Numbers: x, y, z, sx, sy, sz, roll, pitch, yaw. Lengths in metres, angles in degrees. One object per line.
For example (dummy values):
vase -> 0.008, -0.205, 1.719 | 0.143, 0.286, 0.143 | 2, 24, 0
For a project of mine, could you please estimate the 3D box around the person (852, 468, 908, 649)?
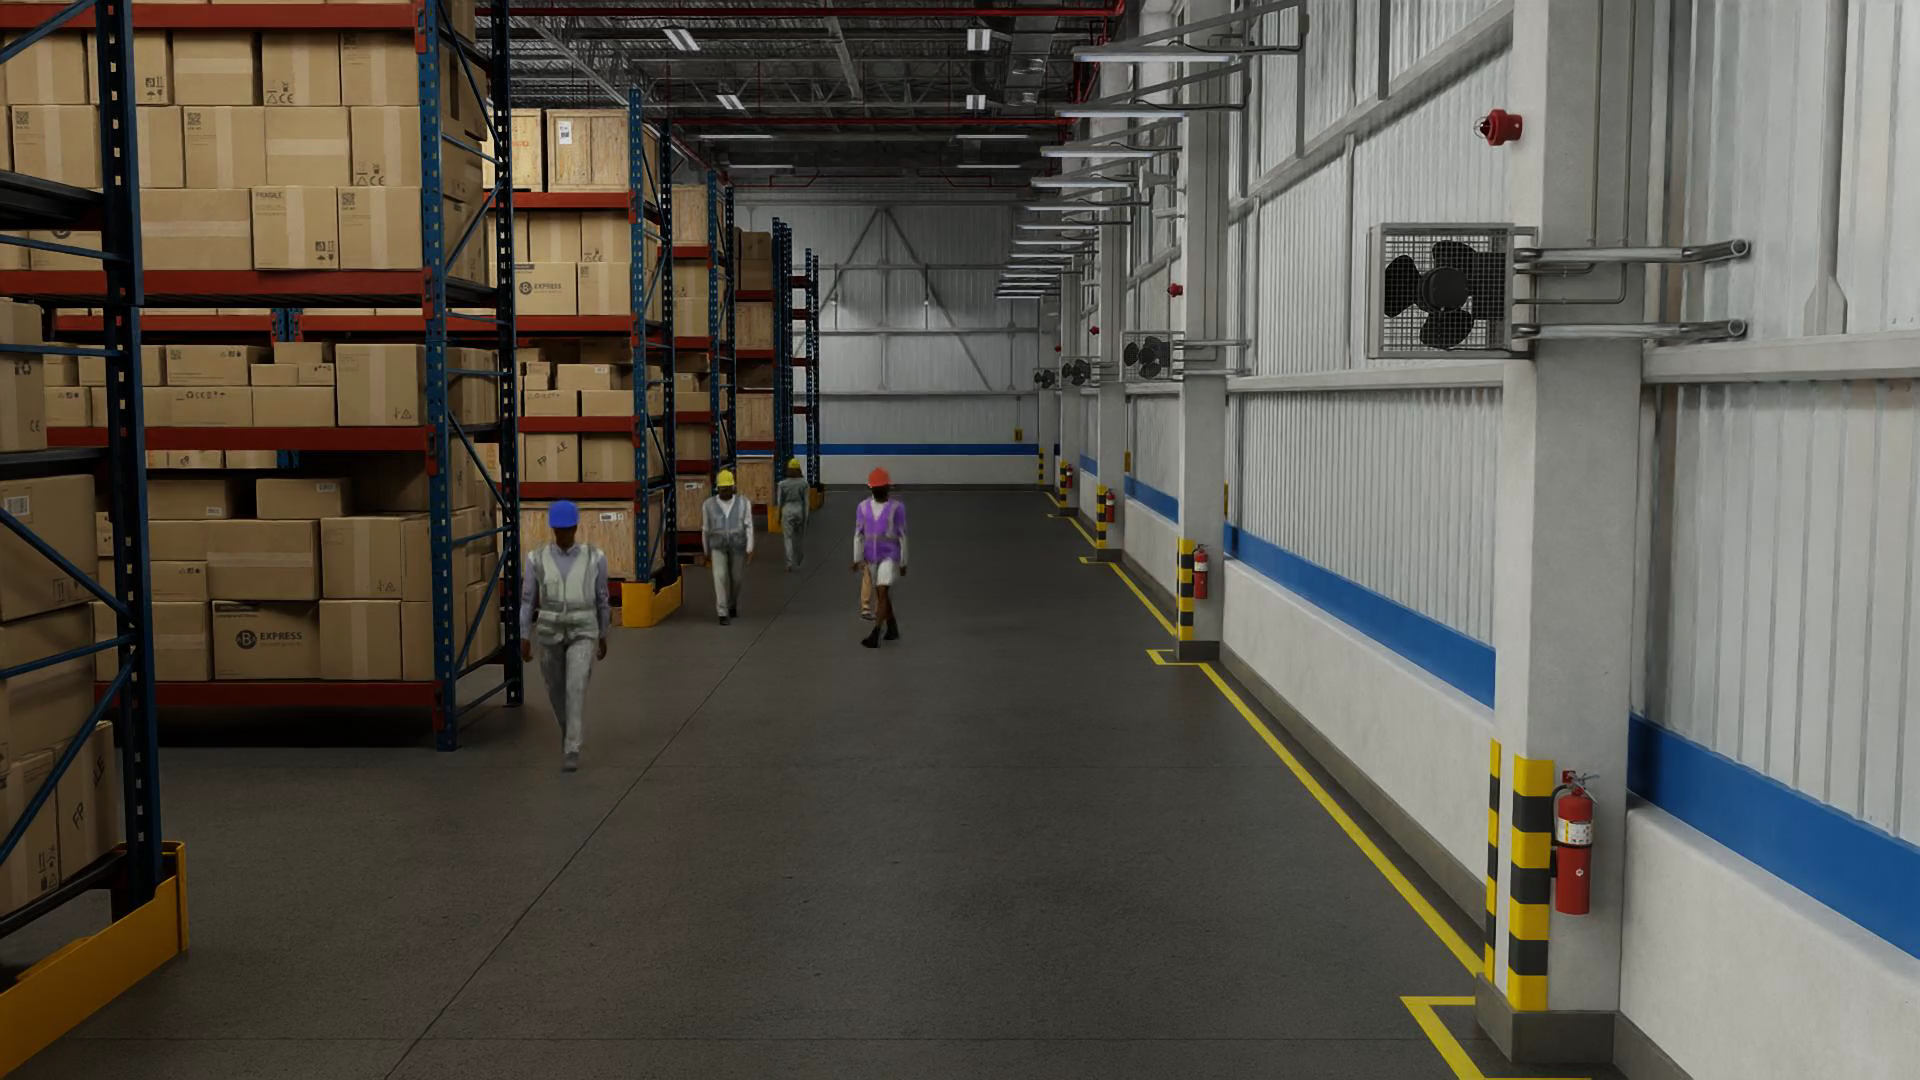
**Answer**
person -> -0.835, 0.183, 17.594 | 0.543, 1.888, 1.011 | 2, 5, 22

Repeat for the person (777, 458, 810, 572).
person -> -2.514, -0.380, 25.085 | 0.495, 1.708, 0.846 | 0, 5, -3

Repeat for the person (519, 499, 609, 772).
person -> -2.836, 0.649, 11.957 | 0.620, 1.914, 0.906 | -1, 5, -6

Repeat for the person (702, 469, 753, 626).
person -> -2.707, 0.069, 19.349 | 0.591, 1.800, 0.788 | -1, 5, -11

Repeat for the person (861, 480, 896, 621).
person -> -0.942, 0.078, 19.568 | 0.350, 1.743, 0.573 | 4, 6, 37

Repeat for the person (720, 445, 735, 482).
person -> -4.423, -0.953, 30.962 | 1.015, 1.861, 0.651 | -1, 5, -16
